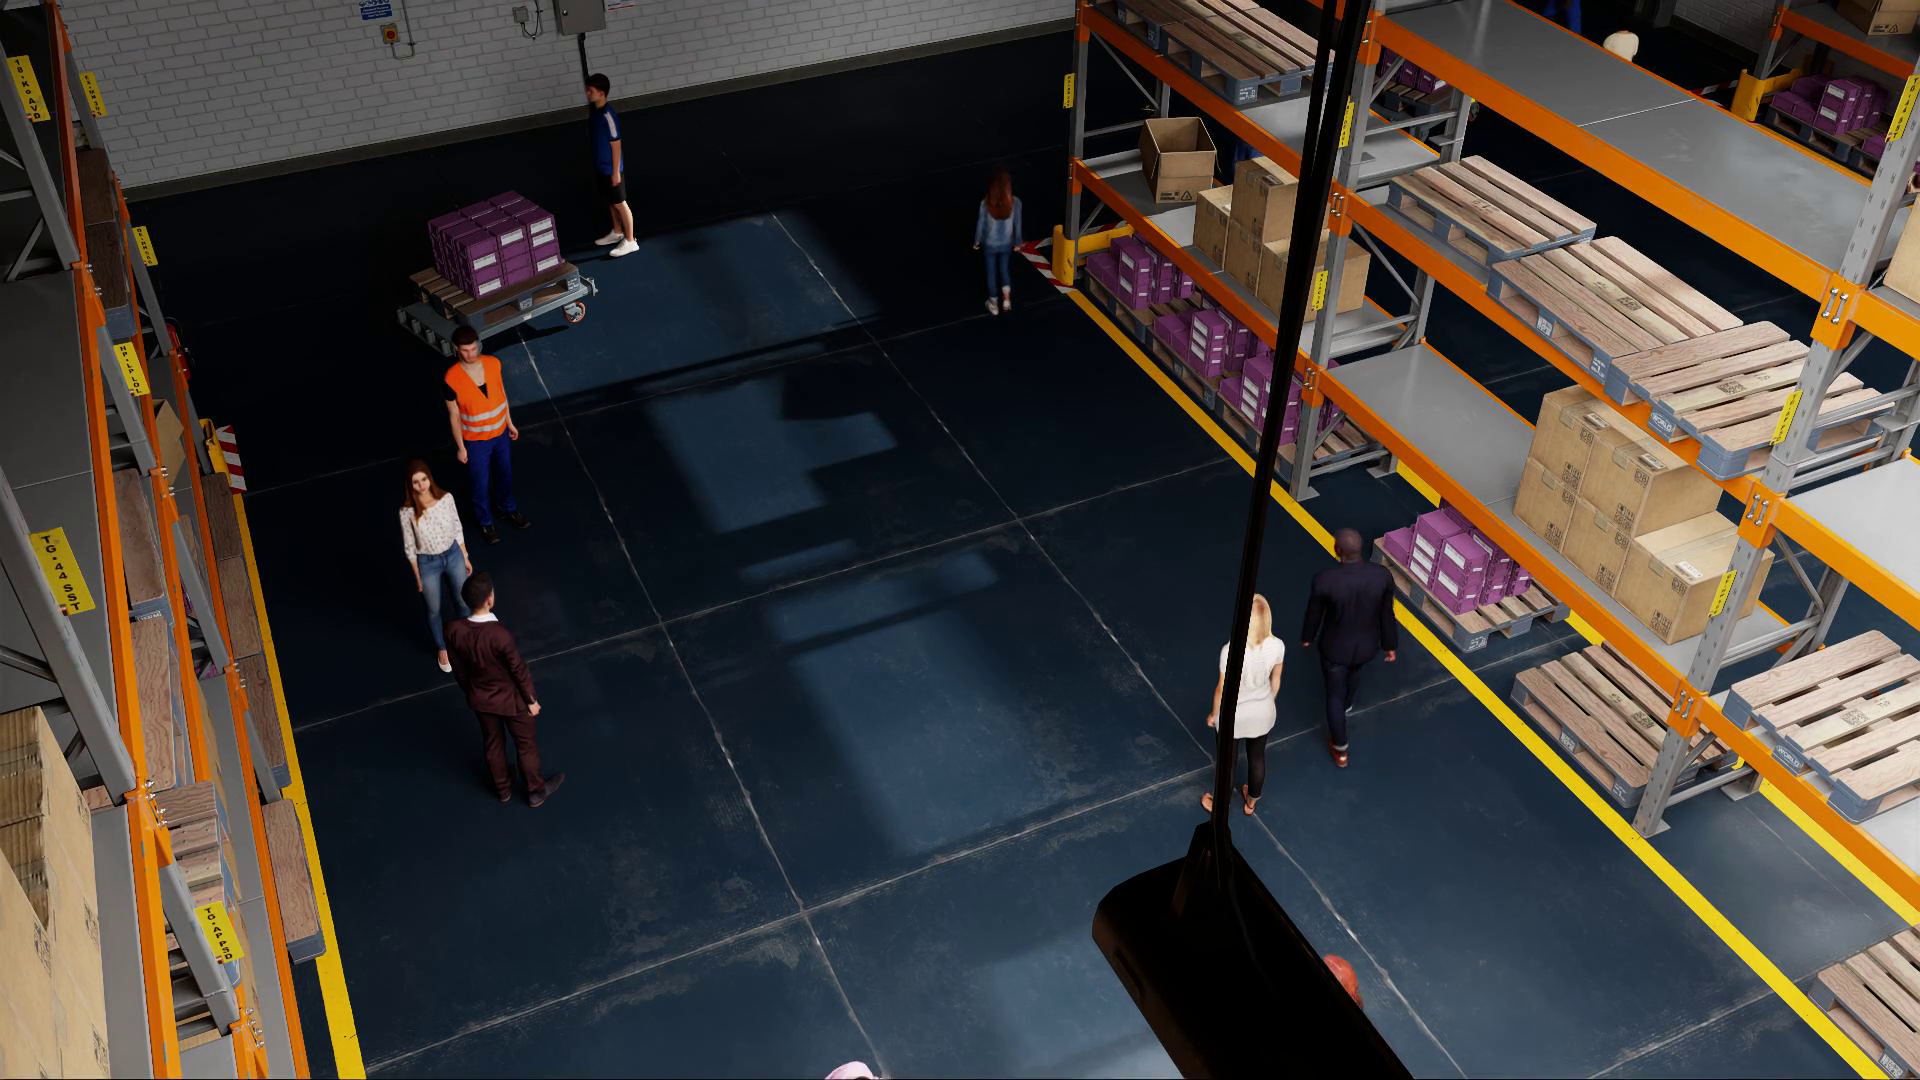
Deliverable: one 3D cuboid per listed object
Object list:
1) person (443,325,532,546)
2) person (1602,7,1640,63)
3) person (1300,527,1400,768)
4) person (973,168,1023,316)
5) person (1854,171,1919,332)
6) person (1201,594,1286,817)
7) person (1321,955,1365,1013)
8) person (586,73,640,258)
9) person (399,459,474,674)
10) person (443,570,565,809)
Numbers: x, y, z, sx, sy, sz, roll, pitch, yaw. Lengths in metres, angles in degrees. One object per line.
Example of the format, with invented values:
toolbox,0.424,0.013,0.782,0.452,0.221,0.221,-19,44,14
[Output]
person,-3.676,-0.840,12.828,0.751,1.880,0.773,32,48,33
person,7.229,-5.057,18.362,0.805,1.563,1.066,-3,39,-4
person,2.556,0.767,10.896,0.937,1.779,1.036,-3,39,-3
person,0.378,-2.738,15.535,0.628,1.467,0.637,-11,40,-13
person,8.447,-2.622,15.226,1.072,1.672,0.999,13,40,16
person,1.797,1.083,10.466,0.643,1.822,0.587,-9,39,-11
person,1.827,2.803,8.383,0.613,1.735,1.248,-15,41,-18
person,-3.468,-3.728,16.455,0.747,1.866,0.571,-24,44,-27
person,-3.675,0.151,11.709,0.606,1.728,0.551,-23,44,-26
person,-2.927,0.977,10.565,0.779,1.865,0.818,9,40,11
